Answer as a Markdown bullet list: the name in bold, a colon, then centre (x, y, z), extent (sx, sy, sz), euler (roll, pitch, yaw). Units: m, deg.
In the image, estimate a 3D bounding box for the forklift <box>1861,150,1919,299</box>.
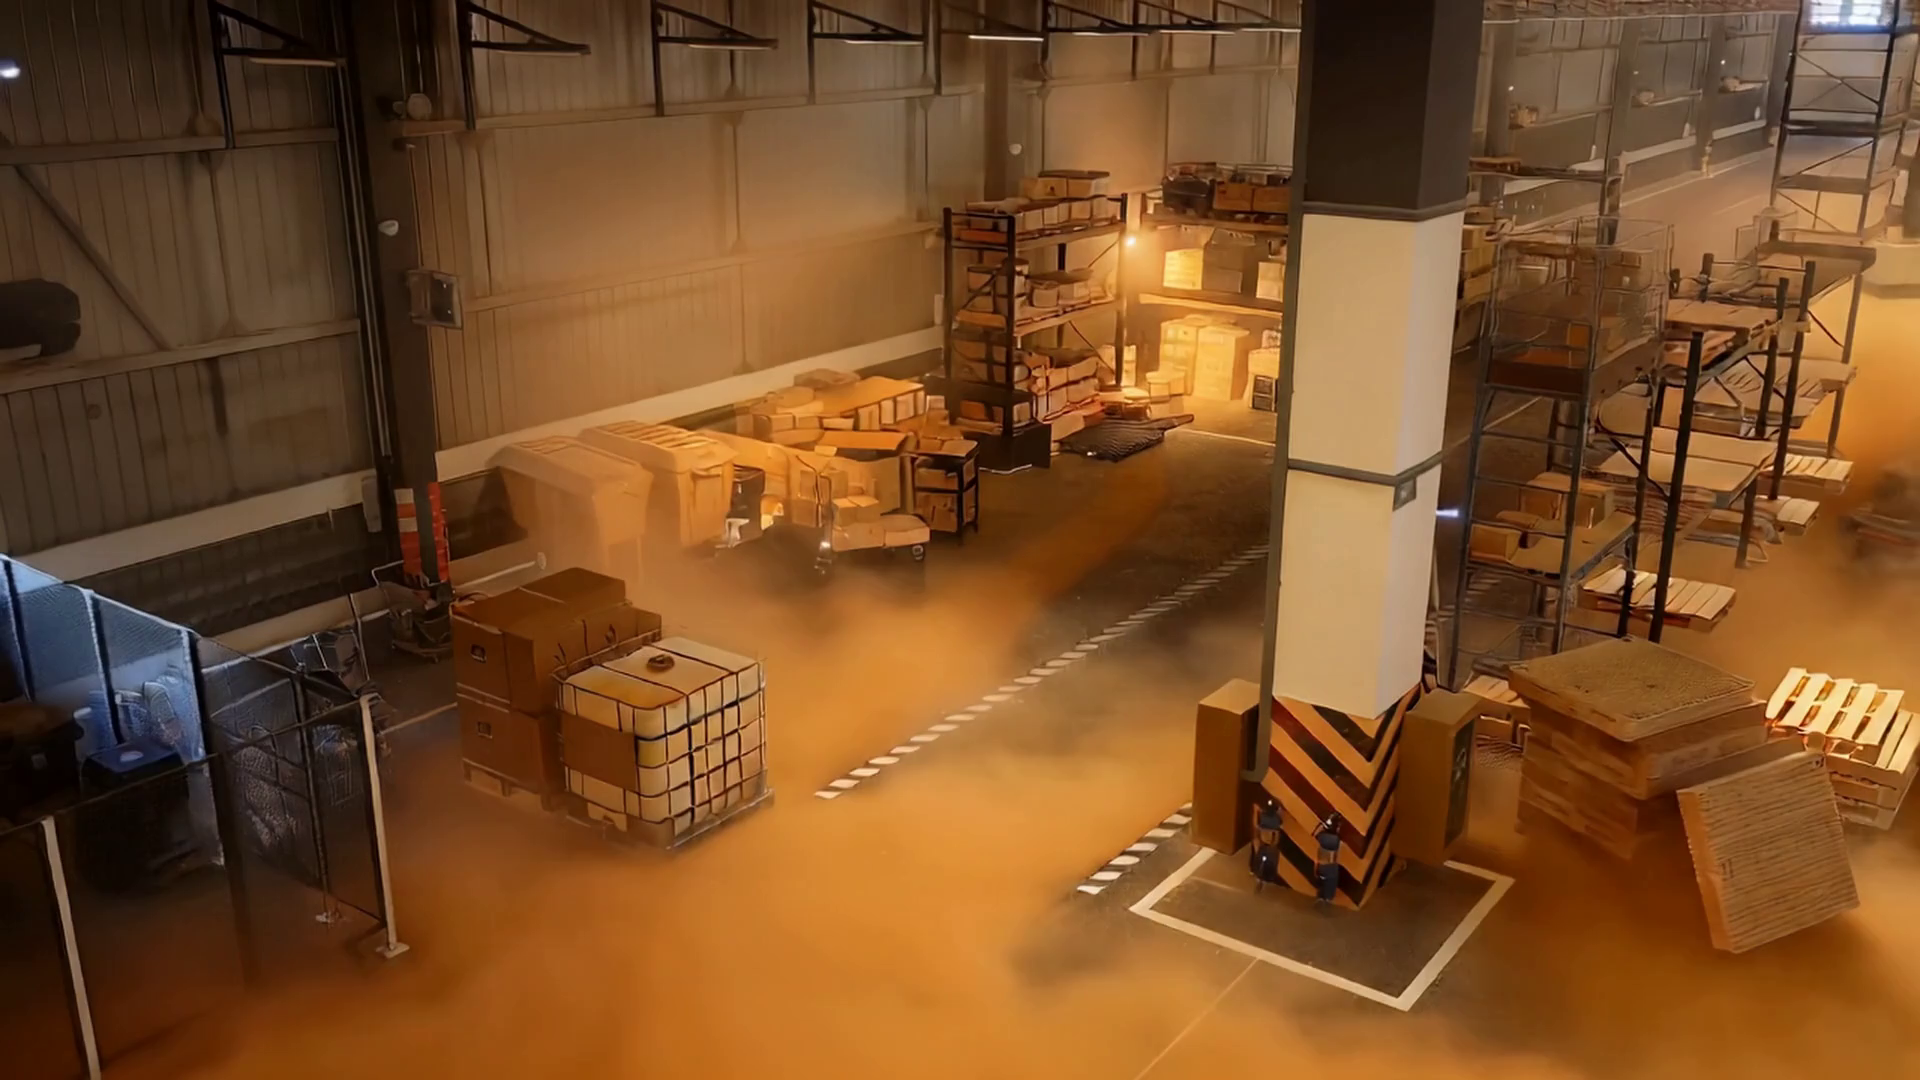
- **forklift**: centre (18.915, -6.208, 32.621), extent (1.873, 2.768, 1.129), euler (-1, 18, -3)
